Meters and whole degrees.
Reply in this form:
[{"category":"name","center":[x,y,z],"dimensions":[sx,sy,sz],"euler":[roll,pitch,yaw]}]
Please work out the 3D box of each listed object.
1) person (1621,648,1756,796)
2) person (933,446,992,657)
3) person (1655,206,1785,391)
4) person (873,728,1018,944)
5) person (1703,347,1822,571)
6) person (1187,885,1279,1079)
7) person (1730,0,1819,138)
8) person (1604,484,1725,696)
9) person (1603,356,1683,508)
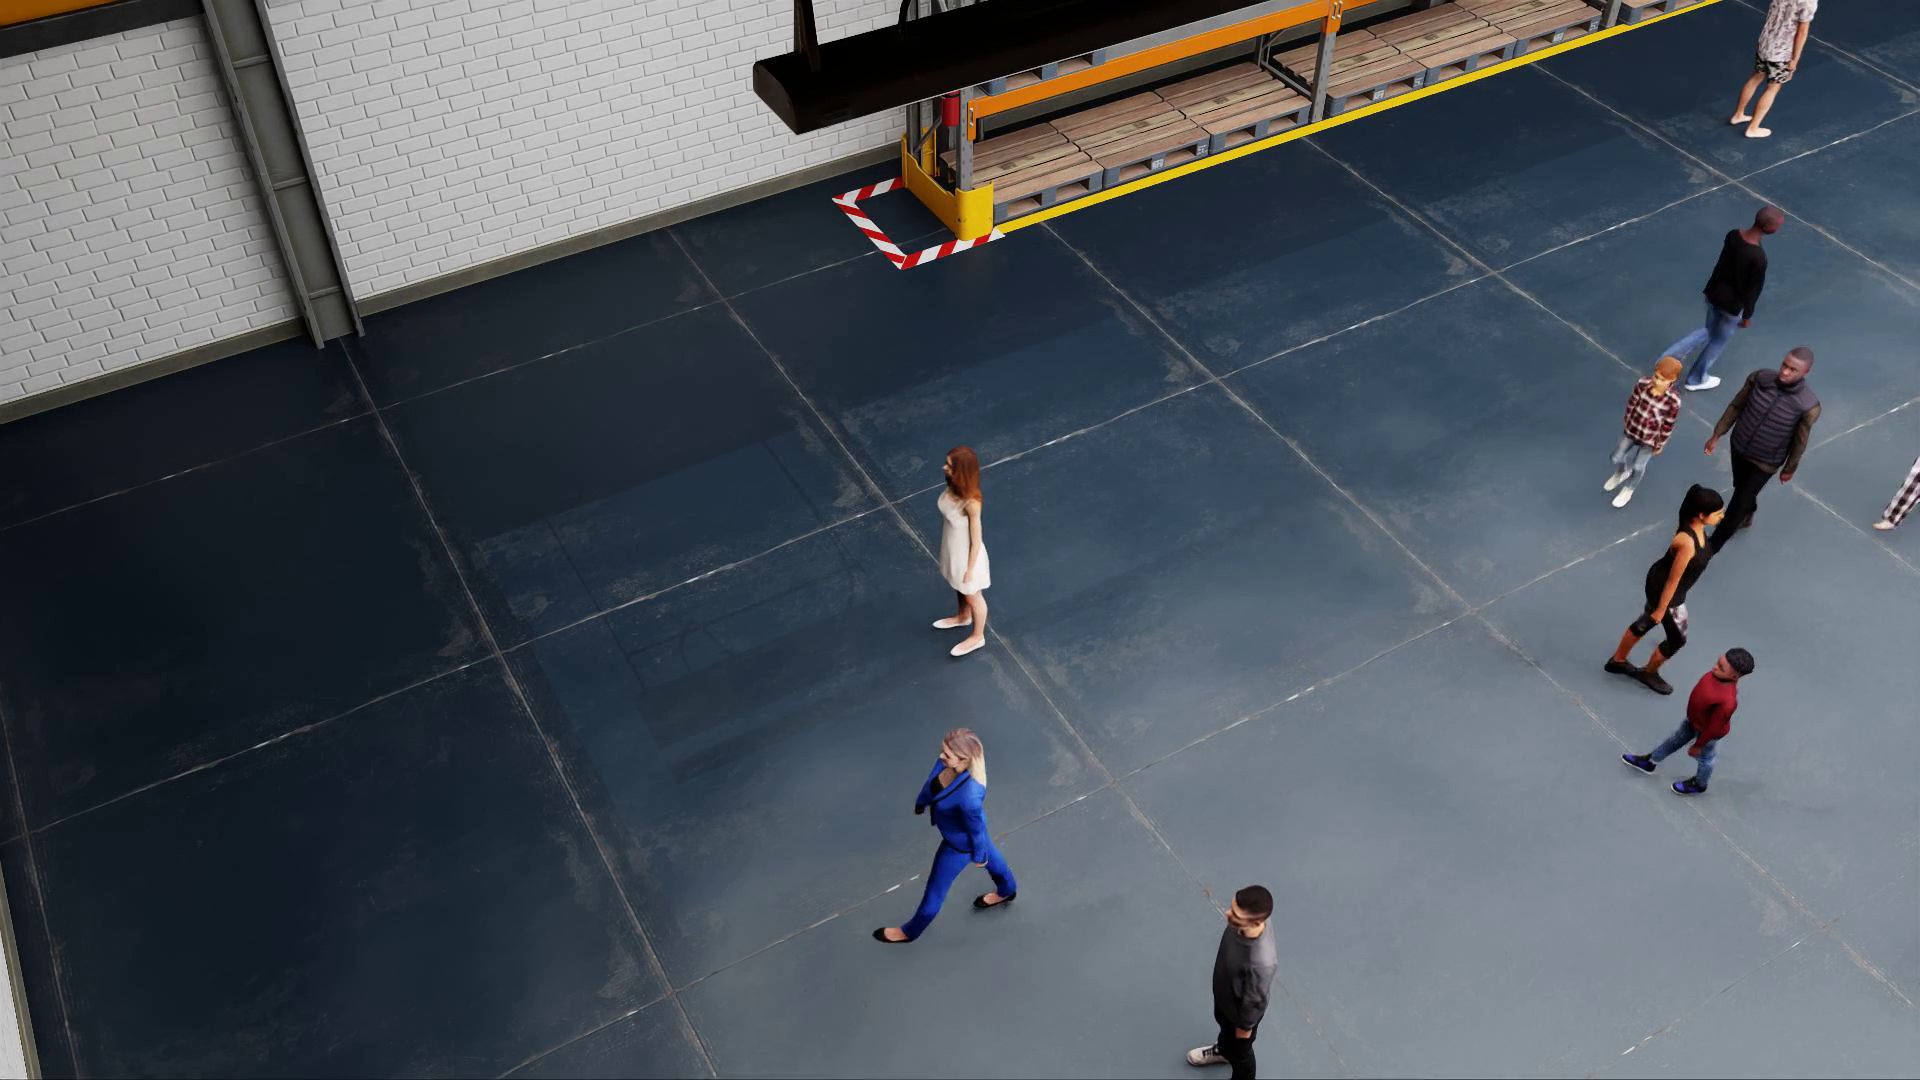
[{"category":"person","center":[4.557,1.106,10.018],"dimensions":[0.834,1.237,0.749],"euler":[6,44,7]},{"category":"person","center":[0.024,0.054,10.777],"dimensions":[0.570,1.711,0.584],"euler":[-15,46,-15]},{"category":"person","center":[5.791,-1.800,12.713],"dimensions":[0.919,1.727,0.753],"euler":[-10,45,-11]},{"category":"person","center":[0.106,1.586,9.205],"dimensions":[1.193,1.662,0.860],"euler":[-9,44,-9]},{"category":"person","center":[5.498,-0.615,11.416],"dimensions":[1.098,1.799,0.701],"euler":[-20,47,-20]},{"category":"person","center":[1.419,2.286,8.400],"dimensions":[0.651,1.759,0.679],"euler":[-5,44,-5]},{"category":"person","center":[7.709,-4.670,15.665],"dimensions":[0.647,1.809,0.721],"euler":[-12,45,-12]},{"category":"person","center":[4.420,0.291,10.572],"dimensions":[0.834,1.651,0.770],"euler":[17,46,17]},{"category":"person","center":[4.971,-0.815,11.988],"dimensions":[0.590,1.299,0.582],"euler":[-34,53,-30]}]
